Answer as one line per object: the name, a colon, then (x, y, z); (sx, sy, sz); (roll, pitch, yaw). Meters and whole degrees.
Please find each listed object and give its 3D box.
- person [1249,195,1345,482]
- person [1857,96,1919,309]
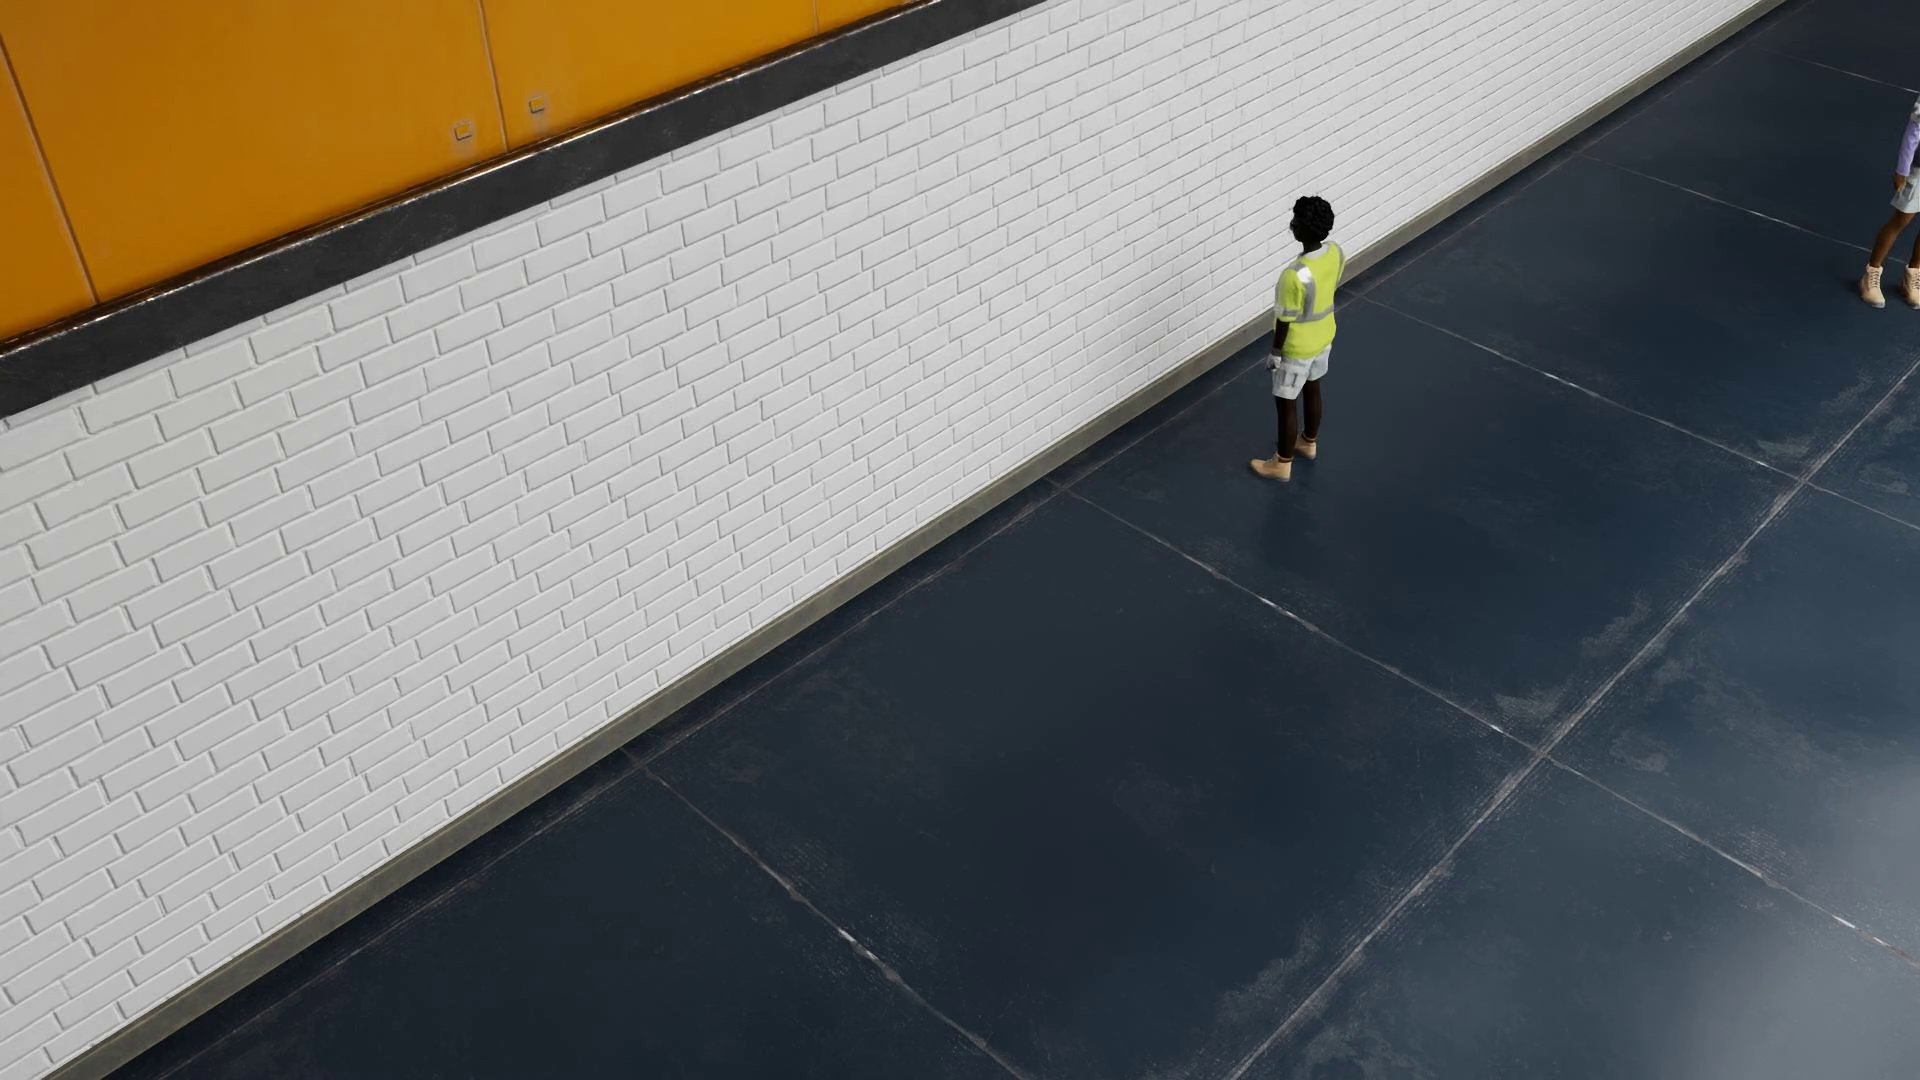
person: (1.876, -1.104, 9.163); (0.322, 1.691, 0.531); (28, 46, 30)
person: (6.227, -2.389, 10.501); (0.598, 2.035, 0.400); (-1, 39, -1)
